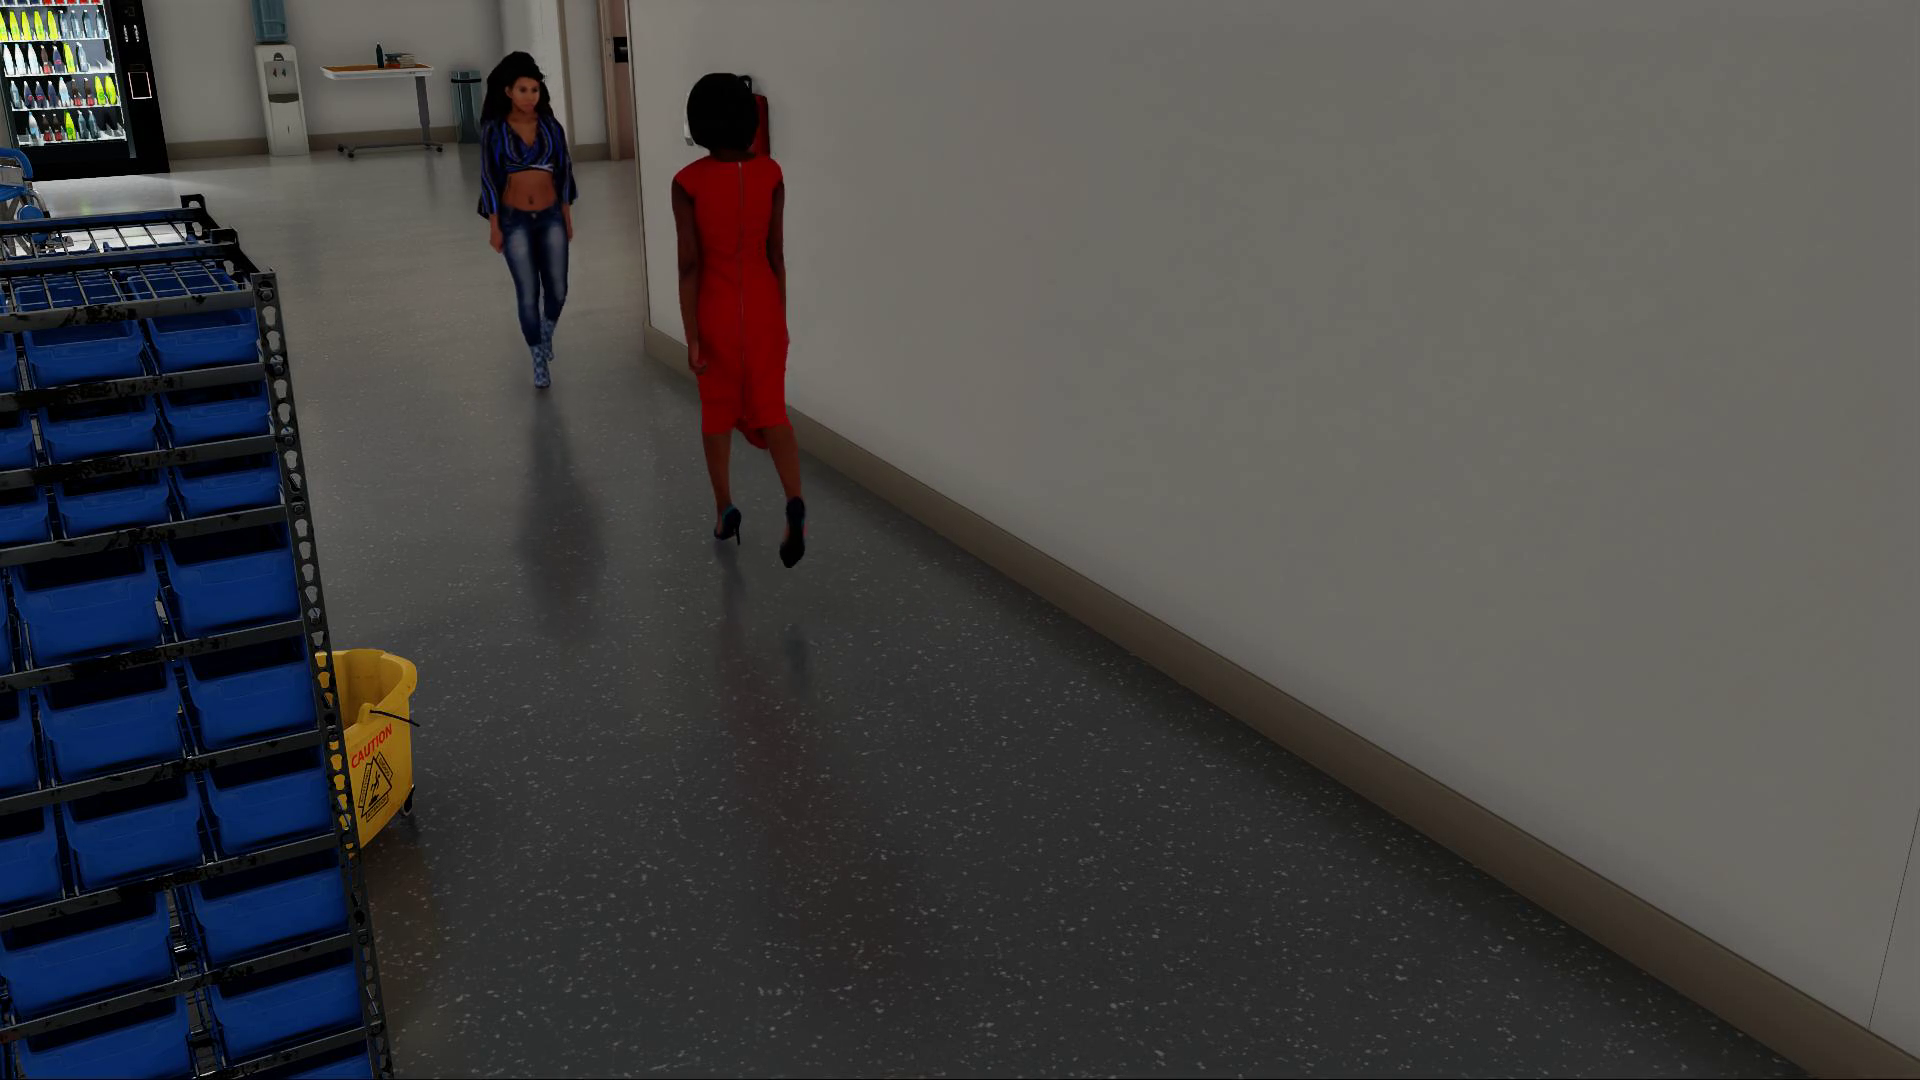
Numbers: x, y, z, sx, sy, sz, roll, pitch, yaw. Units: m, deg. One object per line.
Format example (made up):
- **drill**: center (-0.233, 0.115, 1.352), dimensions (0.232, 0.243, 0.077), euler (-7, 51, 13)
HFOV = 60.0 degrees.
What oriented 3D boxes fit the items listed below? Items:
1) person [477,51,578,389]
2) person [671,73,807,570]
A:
- **person**: center (-2.113, -1.556, 8.156), dimensions (0.655, 1.615, 0.750), euler (-8, 22, -20)
- **person**: center (-0.732, -0.703, 5.758), dimensions (1.005, 1.718, 0.703), euler (-9, 23, -24)
